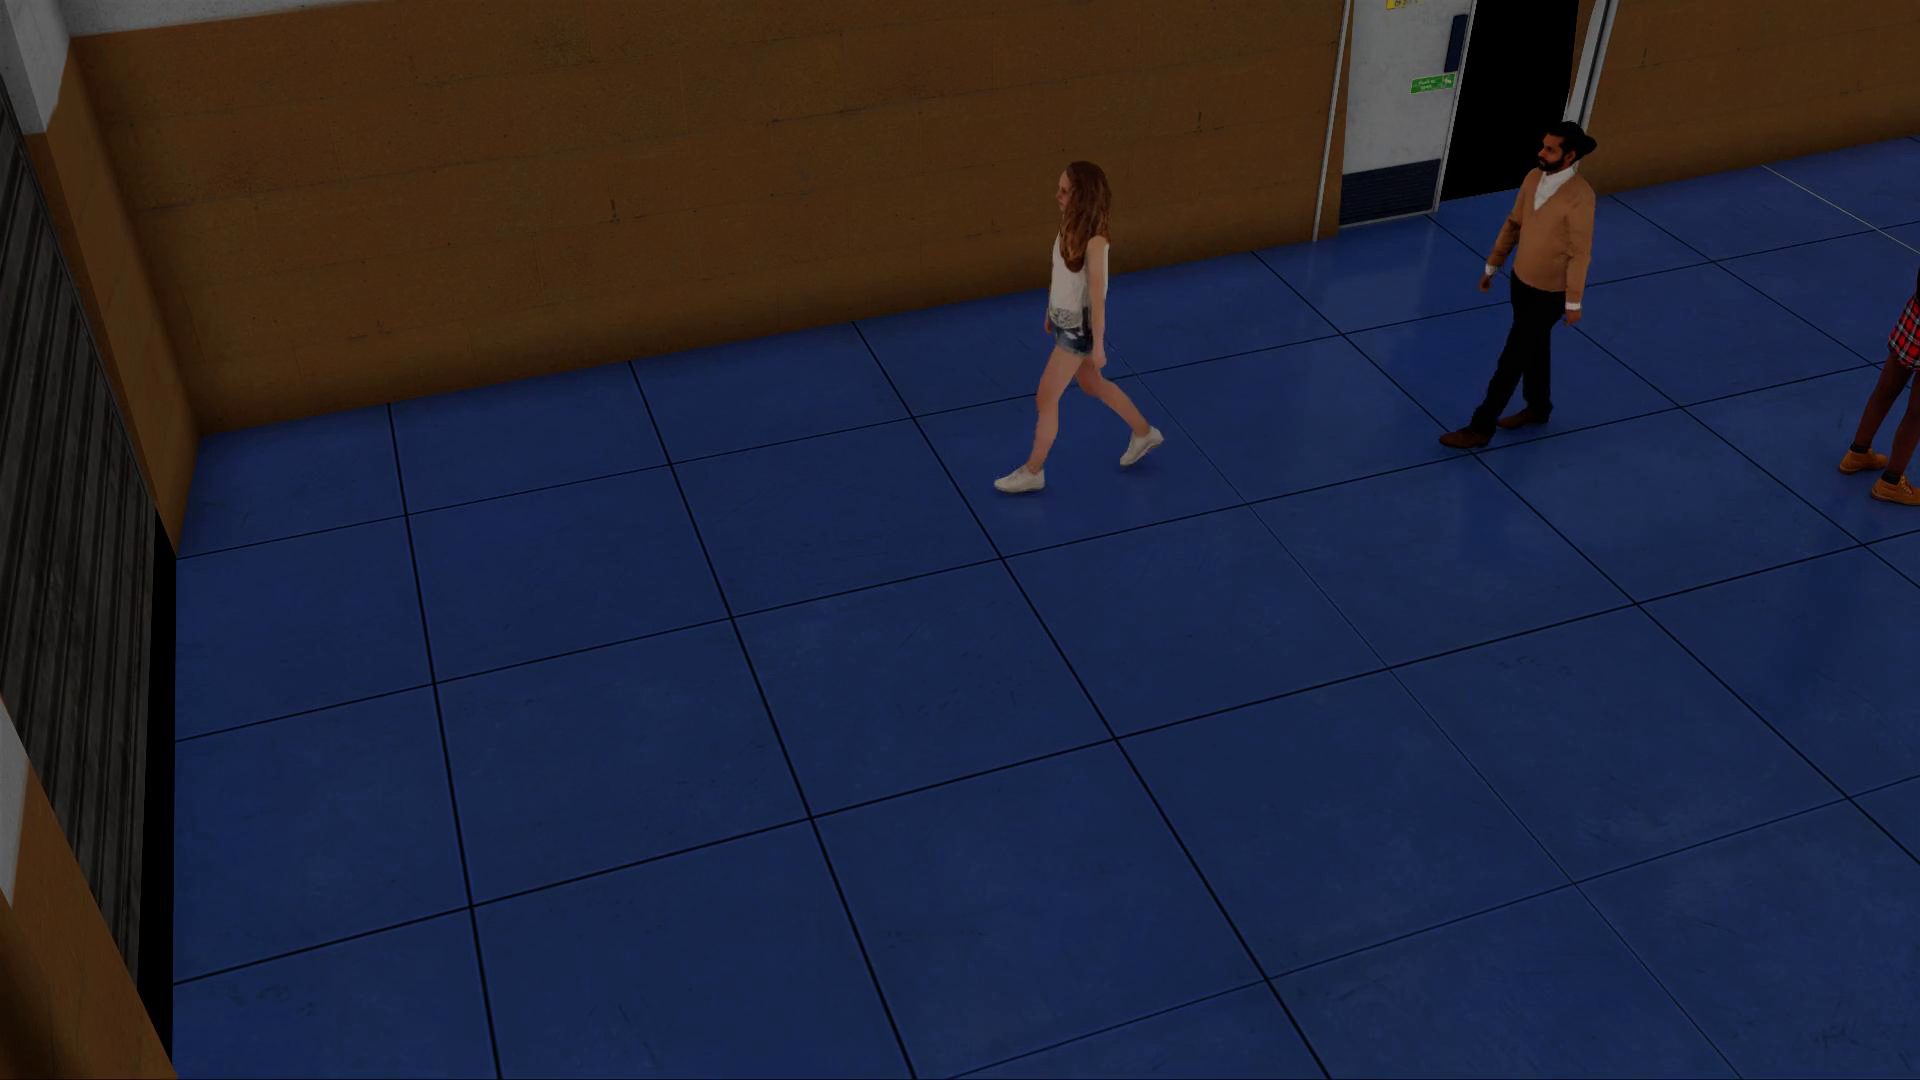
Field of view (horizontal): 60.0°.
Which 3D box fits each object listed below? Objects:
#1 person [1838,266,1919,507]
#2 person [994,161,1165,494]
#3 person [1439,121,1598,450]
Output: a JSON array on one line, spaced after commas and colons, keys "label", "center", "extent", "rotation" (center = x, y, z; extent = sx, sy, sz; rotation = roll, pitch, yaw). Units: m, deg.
[{"label": "person", "center": [4.697, -0.985, 8.022], "extent": [0.711, 1.728, 0.593], "rotation": [-5, 37, -7]}, {"label": "person", "center": [0.668, -1.007, 8.058], "extent": [0.751, 1.720, 1.103], "rotation": [-8, 38, -10]}, {"label": "person", "center": [3.013, -1.282, 8.417], "extent": [0.797, 1.727, 0.922], "rotation": [-10, 38, -12]}]
